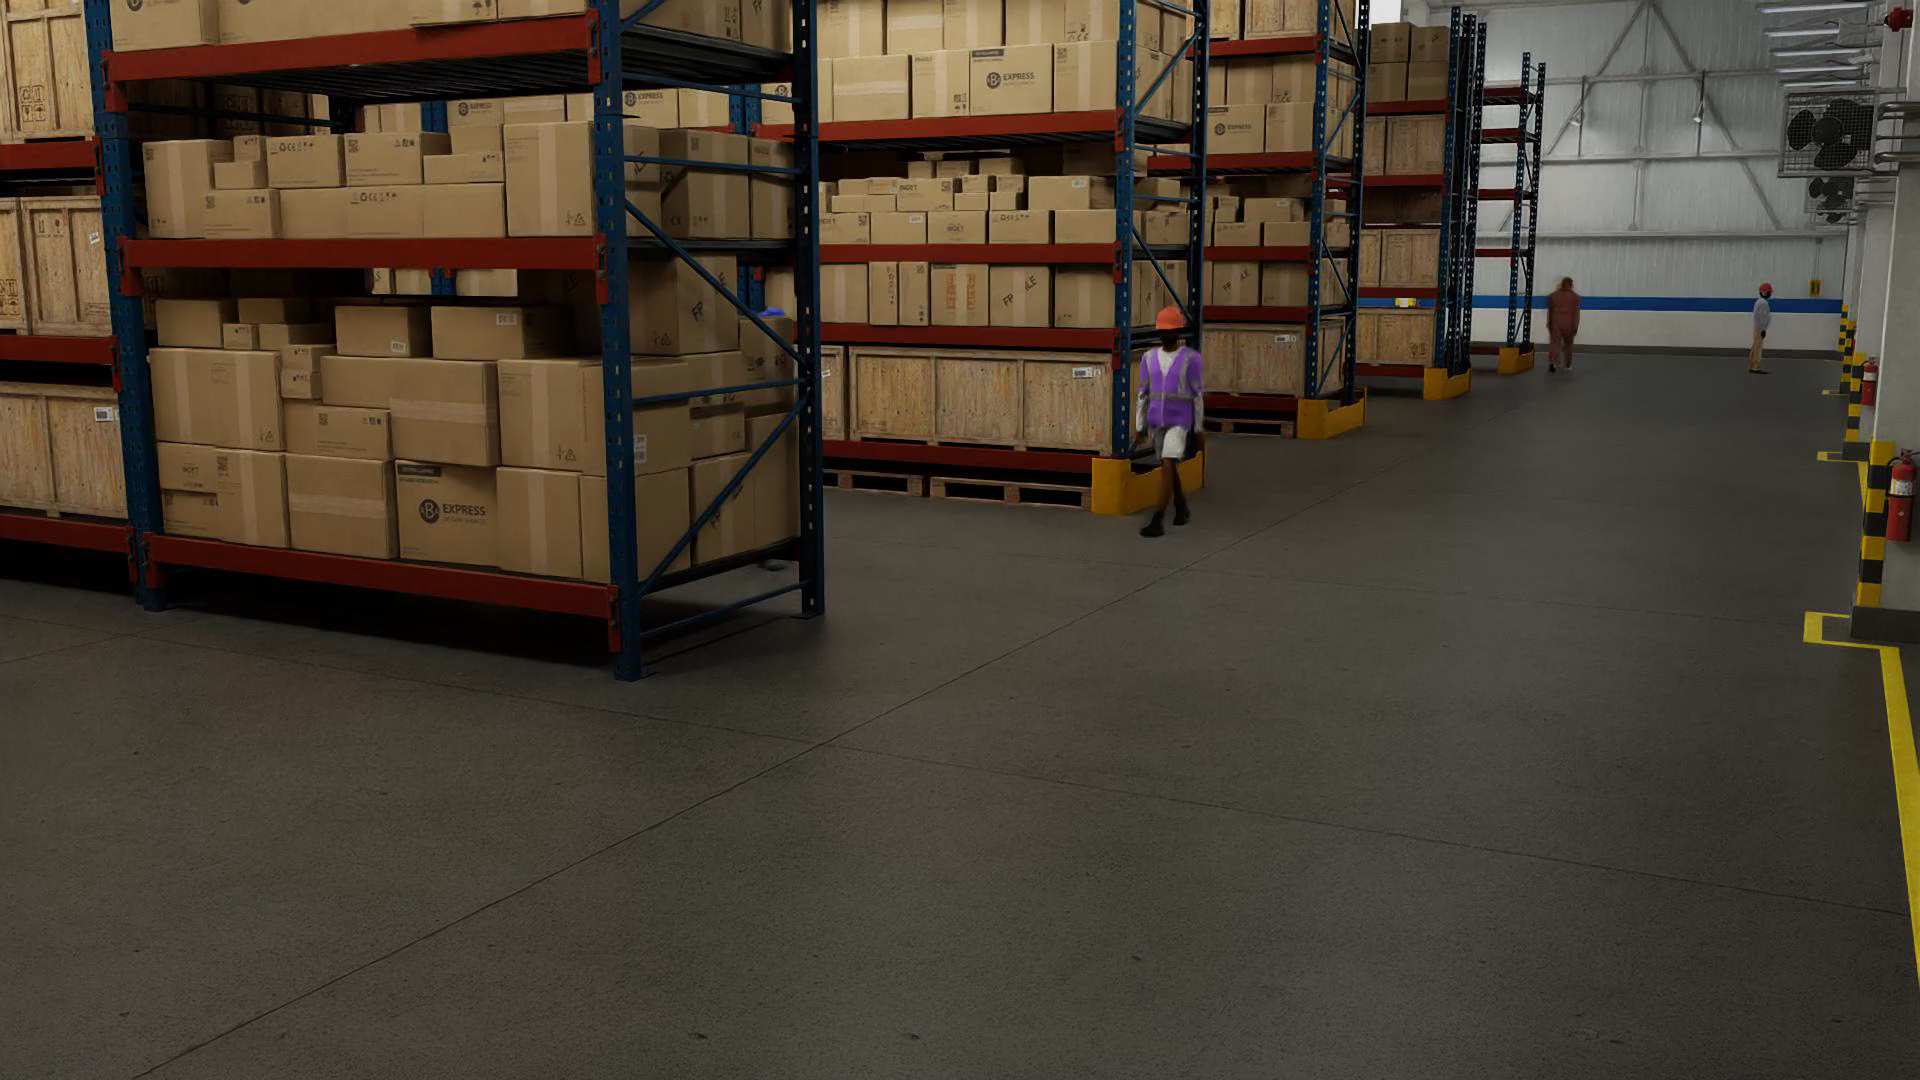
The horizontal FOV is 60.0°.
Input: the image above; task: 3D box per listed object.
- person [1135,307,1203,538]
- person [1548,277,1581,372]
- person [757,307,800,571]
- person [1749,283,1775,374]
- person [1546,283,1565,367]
[{"bbox_3d":[1.757,-1.004,13.928,0.557,1.892,1.007,6,12,32],"label":"person"},{"bbox_3d":[11.869,-4.243,32.742,0.638,1.876,0.915,6,12,31],"label":"person"},{"bbox_3d":[-1.369,-0.729,12.183,0.604,1.935,0.421,-6,12,-33],"label":"person"},{"bbox_3d":[15.507,-4.087,32.160,0.337,1.752,0.564,3,10,15],"label":"person"},{"bbox_3d":[12.223,-4.365,33.872,0.501,1.718,0.510,0,10,-2],"label":"person"}]
